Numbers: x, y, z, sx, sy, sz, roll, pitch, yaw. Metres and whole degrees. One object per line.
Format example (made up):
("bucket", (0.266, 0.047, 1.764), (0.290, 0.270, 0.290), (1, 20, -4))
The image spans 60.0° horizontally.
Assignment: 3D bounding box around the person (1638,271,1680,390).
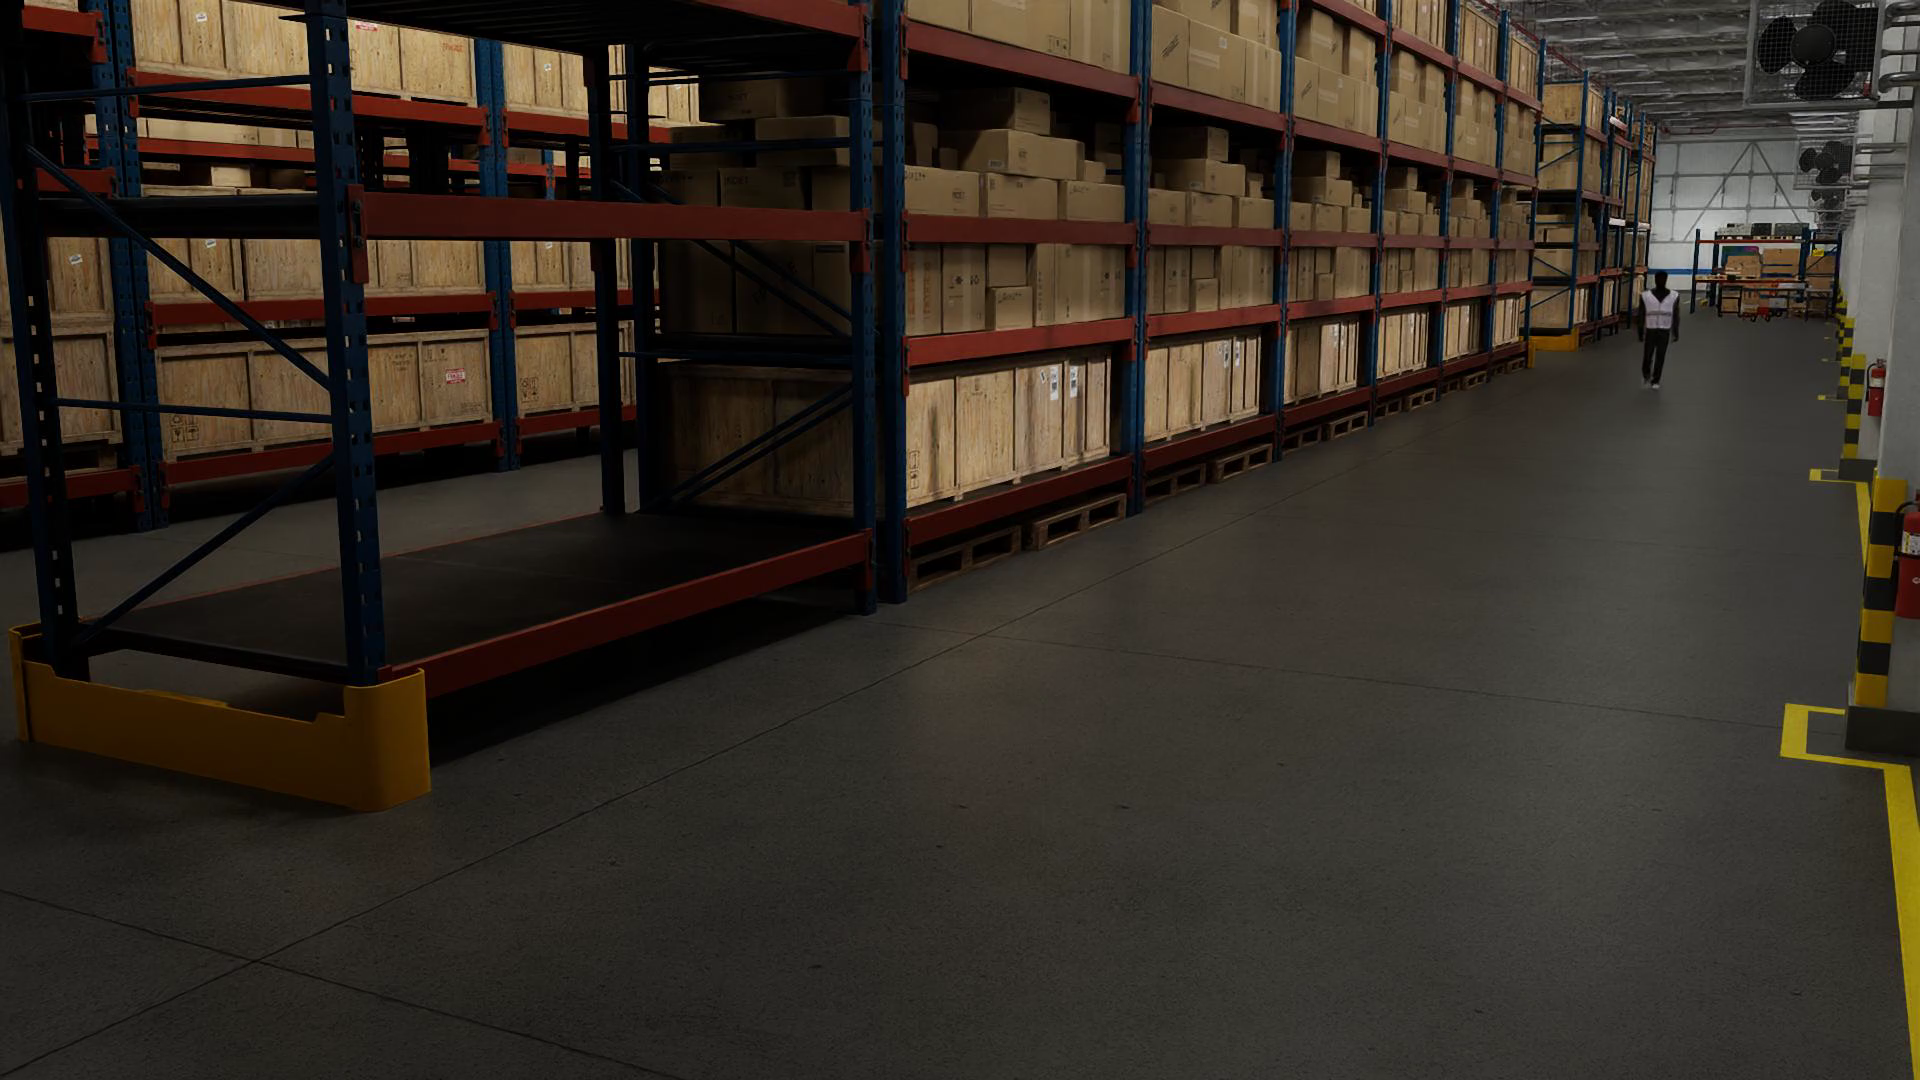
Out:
("person", (11.102, -3.315, 26.415), (0.597, 1.891, 0.745), (3, 10, 17))
